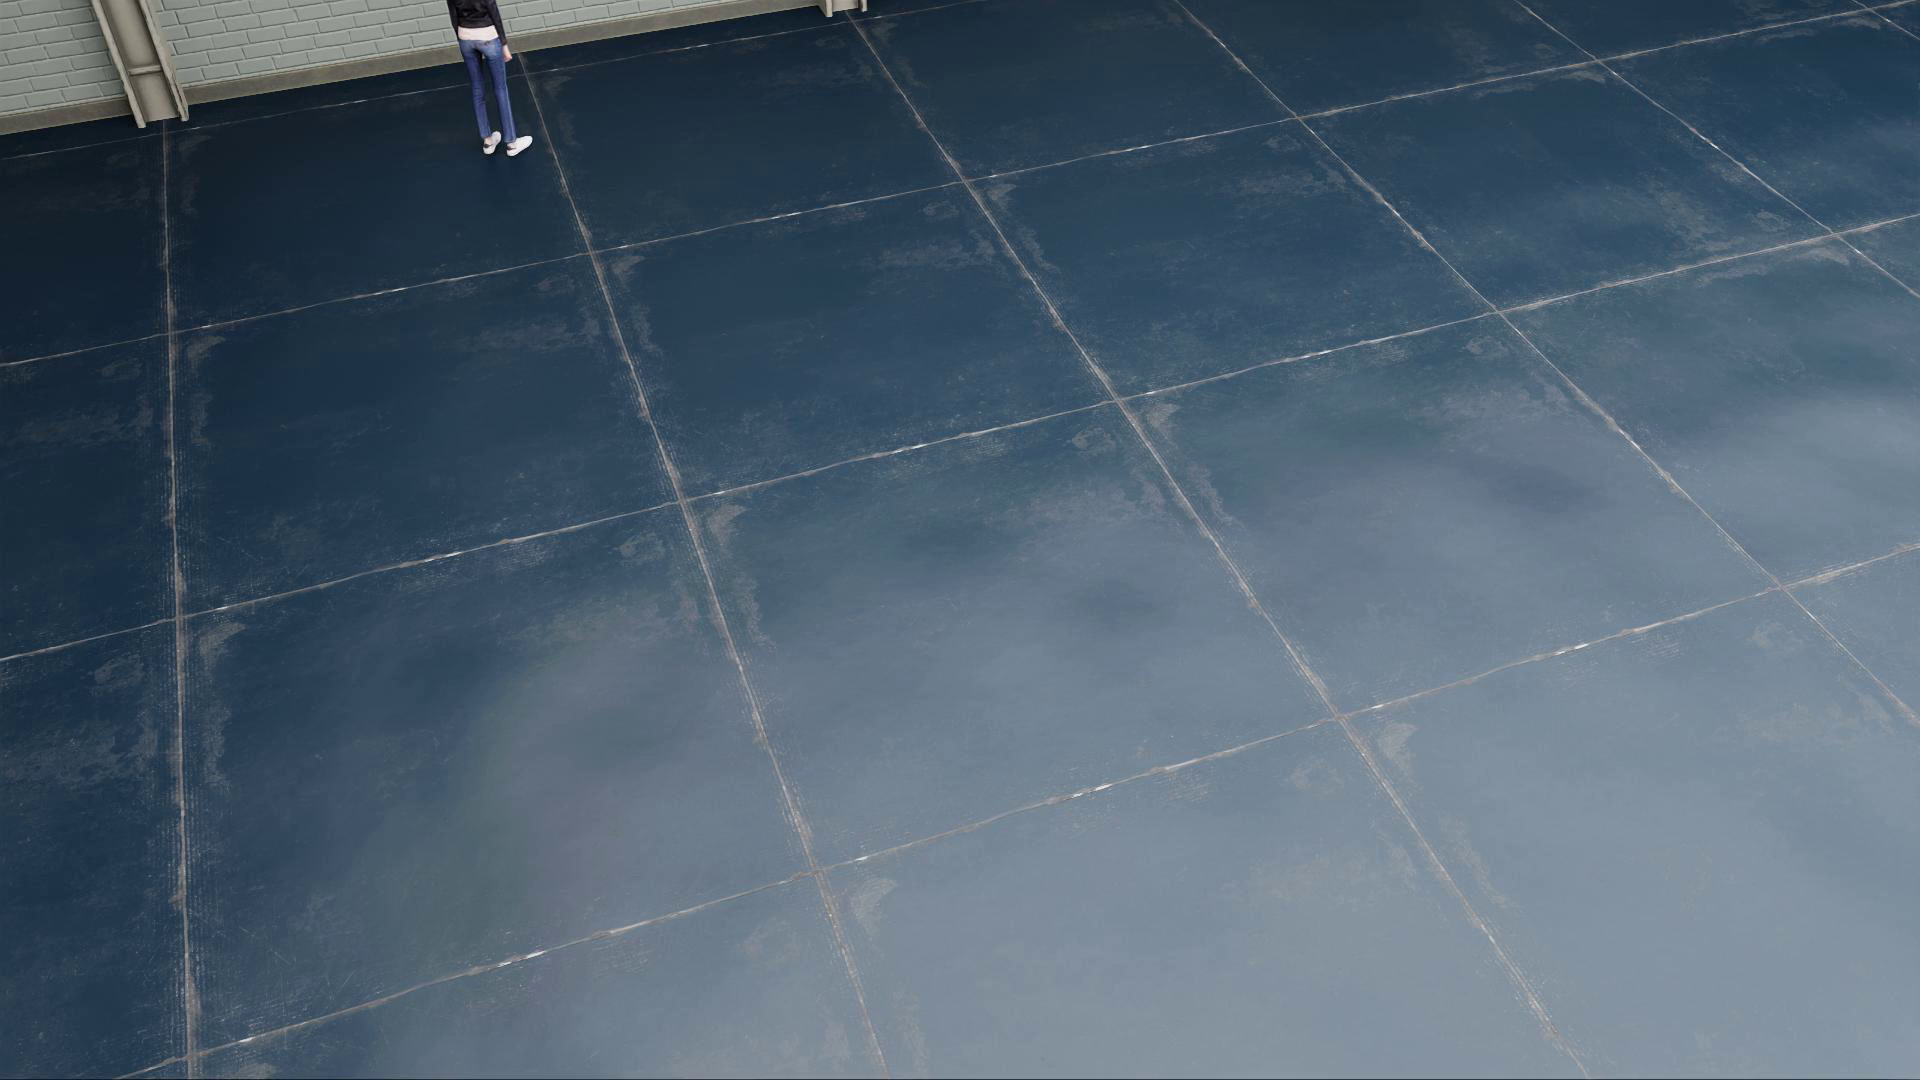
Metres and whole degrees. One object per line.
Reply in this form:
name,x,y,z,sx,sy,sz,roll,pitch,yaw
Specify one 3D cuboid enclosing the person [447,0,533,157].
person,-3.752,-3.859,13.038,0.647,1.787,0.730,10,44,11
